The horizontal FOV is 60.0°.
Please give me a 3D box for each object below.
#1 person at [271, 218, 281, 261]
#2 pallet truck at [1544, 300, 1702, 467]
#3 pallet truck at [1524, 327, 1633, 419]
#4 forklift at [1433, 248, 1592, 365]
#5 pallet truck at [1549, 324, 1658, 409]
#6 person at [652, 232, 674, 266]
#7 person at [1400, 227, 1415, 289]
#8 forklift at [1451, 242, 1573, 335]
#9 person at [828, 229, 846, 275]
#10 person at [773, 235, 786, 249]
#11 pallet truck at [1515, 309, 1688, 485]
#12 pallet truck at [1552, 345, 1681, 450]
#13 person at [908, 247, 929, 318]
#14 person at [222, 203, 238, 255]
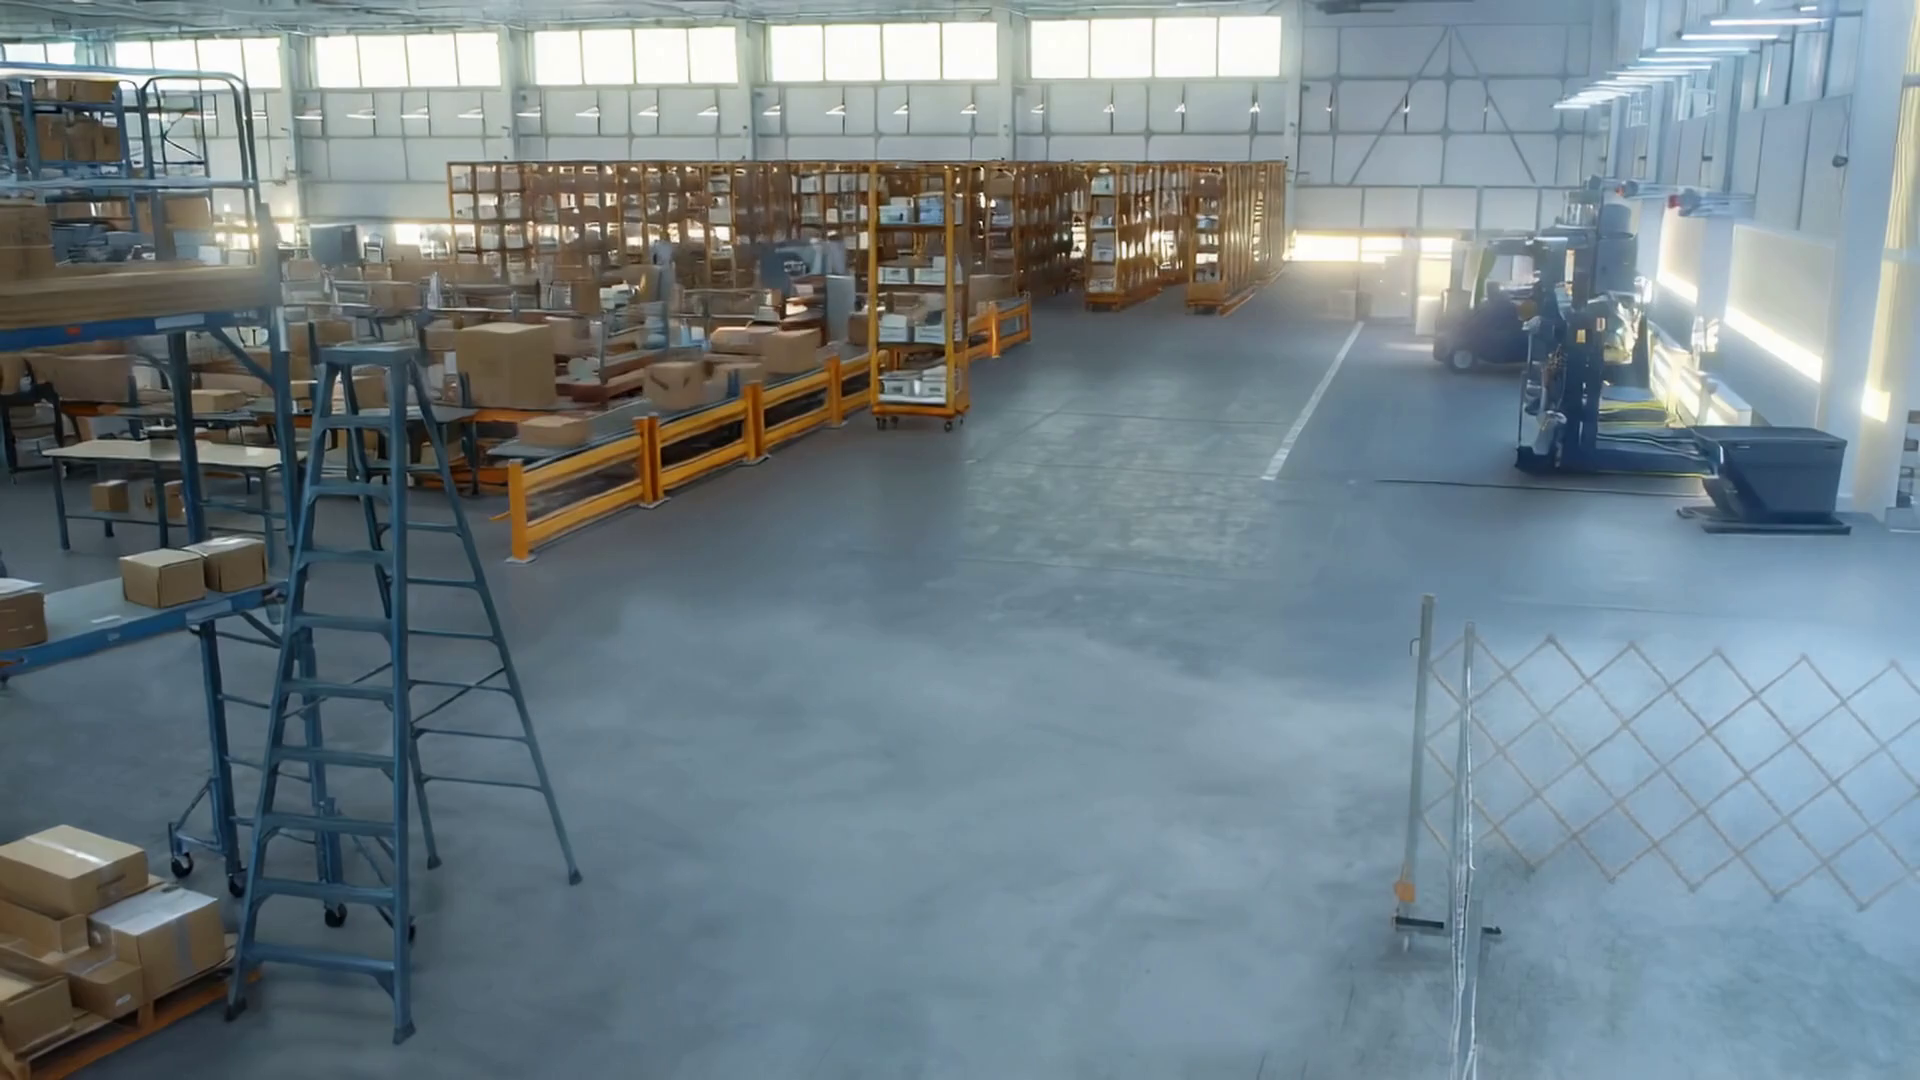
[{"bbox_3d":[-24.025,-10.443,58.164,0.513,1.605,0.796,-9,16,-33],"label":"person"},{"bbox_3d":[8.263,-1.952,20.631,1.885,1.965,0.823,5,14,20],"label":"pallet truck"},{"bbox_3d":[9.065,-2.460,24.370,1.522,1.261,0.704,3,13,14],"label":"pallet truck"},{"bbox_3d":[9.780,-4.111,29.280,2.680,1.987,1.157,3,13,14],"label":"forklift"},{"bbox_3d":[9.824,-2.669,25.407,1.601,1.201,0.680,4,14,16],"label":"pallet truck"},{"bbox_3d":[-7.561,-6.920,42.424,0.572,1.841,0.376,-10,16,-36],"label":"person"},{"bbox_3d":[11.374,-7.015,42.582,0.625,1.960,0.799,-12,18,-42],"label":"person"},{"bbox_3d":[10.464,-4.597,31.405,2.680,1.987,1.157,4,14,16],"label":"forklift"},{"bbox_3d":[-2.965,-6.520,40.360,0.980,2.012,0.620,13,18,43],"label":"person"},{"bbox_3d":[-4.409,-6.751,41.776,0.563,1.817,0.590,-3,13,-13],"label":"person"},{"bbox_3d":[7.554,-1.677,19.446,1.885,1.965,0.823,3,13,14],"label":"pallet truck"},{"bbox_3d":[8.641,-1.896,21.908,1.630,1.274,0.653,4,14,16],"label":"pallet truck"},{"bbox_3d":[-0.966,-5.719,37.421,0.562,1.751,0.538,7,15,27],"label":"person"},{"bbox_3d":[-27.779,-11.836,63.376,0.506,1.964,0.652,7,15,27],"label":"person"}]
